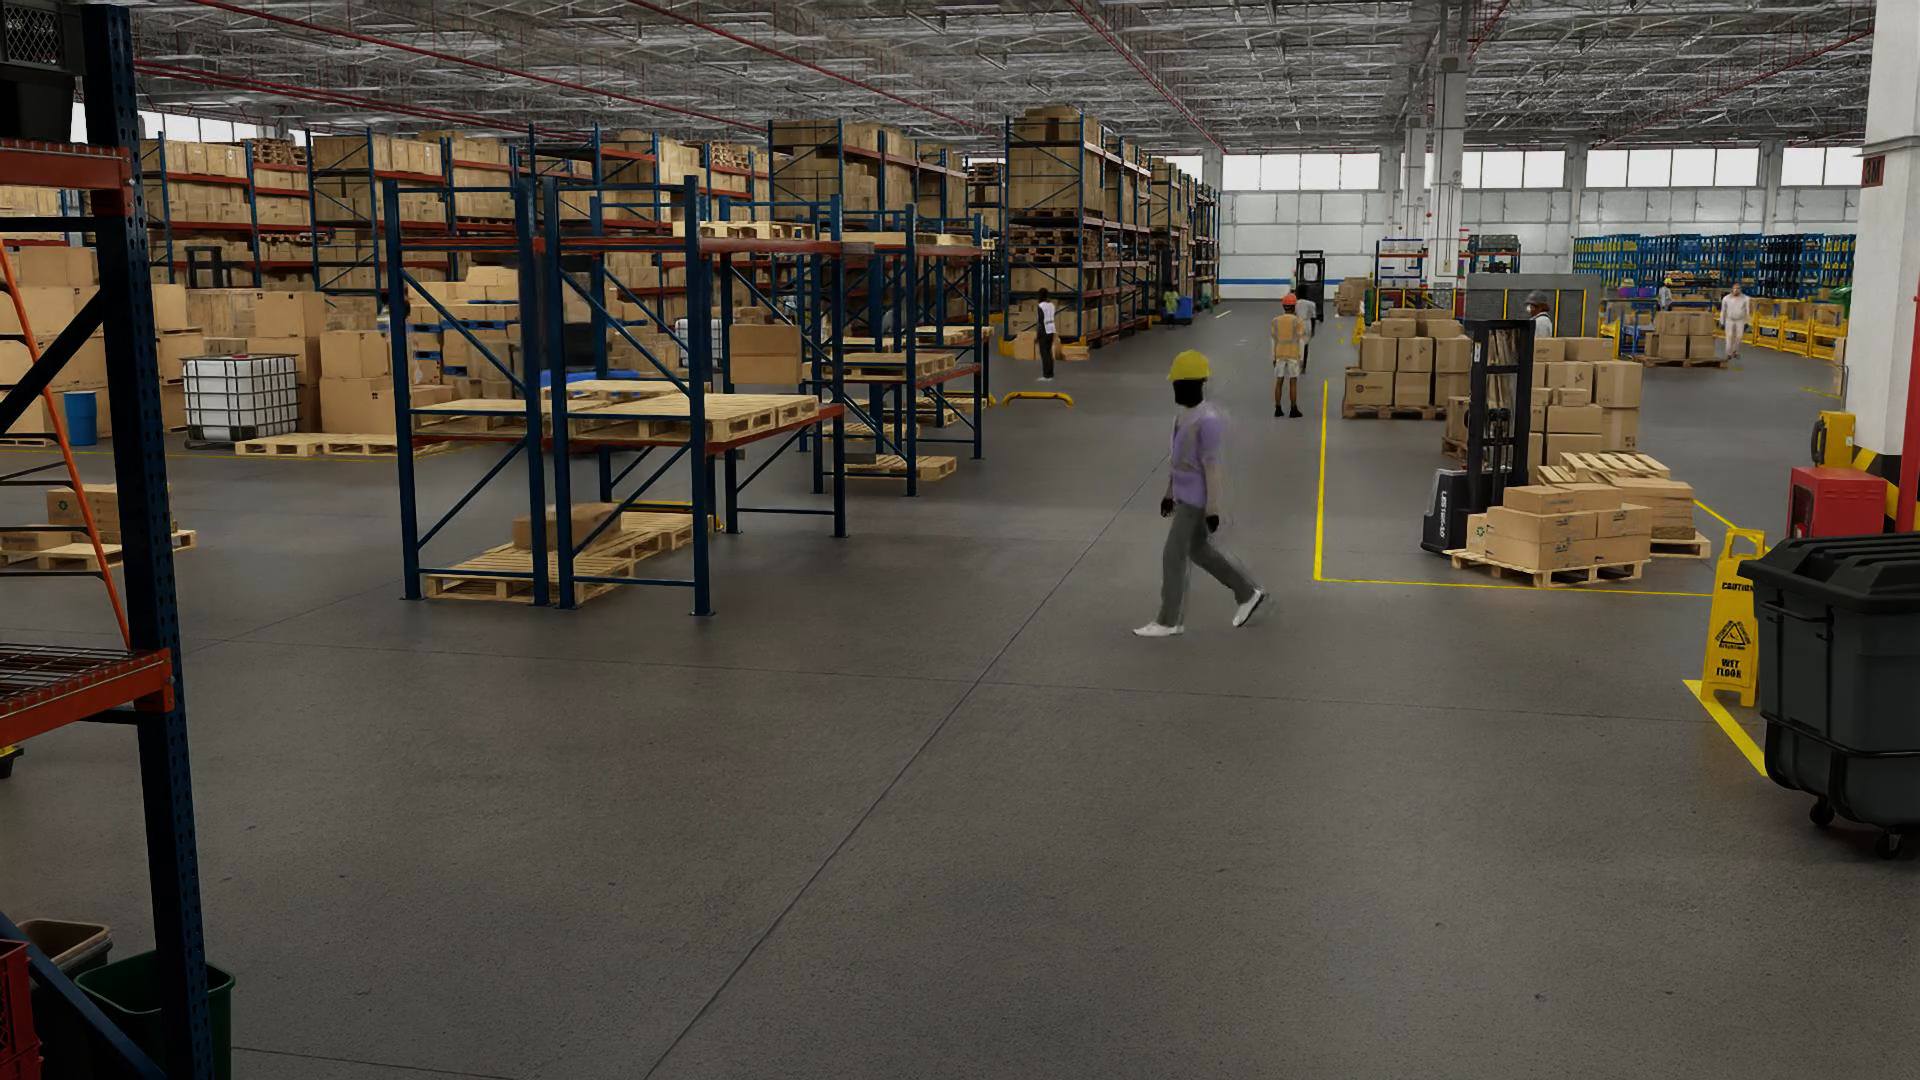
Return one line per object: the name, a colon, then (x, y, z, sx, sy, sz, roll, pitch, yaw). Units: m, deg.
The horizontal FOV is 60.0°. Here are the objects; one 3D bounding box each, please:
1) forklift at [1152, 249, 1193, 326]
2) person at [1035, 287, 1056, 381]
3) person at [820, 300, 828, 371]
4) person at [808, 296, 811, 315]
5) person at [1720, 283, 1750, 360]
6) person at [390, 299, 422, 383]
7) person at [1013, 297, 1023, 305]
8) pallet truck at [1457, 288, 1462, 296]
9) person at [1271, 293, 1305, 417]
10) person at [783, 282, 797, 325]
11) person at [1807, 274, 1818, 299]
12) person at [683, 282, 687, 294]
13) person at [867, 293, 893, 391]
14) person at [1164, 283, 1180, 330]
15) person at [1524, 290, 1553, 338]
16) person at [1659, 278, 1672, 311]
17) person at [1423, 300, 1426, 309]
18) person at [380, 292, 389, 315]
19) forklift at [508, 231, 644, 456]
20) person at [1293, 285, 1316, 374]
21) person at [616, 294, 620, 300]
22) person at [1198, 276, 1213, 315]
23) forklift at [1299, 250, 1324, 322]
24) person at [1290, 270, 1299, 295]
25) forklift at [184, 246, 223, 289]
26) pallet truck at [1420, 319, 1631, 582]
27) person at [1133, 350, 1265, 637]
forklift: (7.646, -9.320, 61.395, 1.873, 2.768, 1.129, 2, 10, 11)
person: (1.757, -4.200, 33.932, 0.374, 1.914, 0.596, 5, 11, 29)
person: (-2.892, -4.147, 34.423, 0.315, 1.641, 0.515, 4, 10, 21)
person: (-5.624, -9.164, 64.155, 0.499, 1.634, 0.279, 0, 10, -3)
person: (19.136, -5.392, 41.078, 0.668, 1.883, 0.664, 3, 10, 19)
person: (-9.048, -3.007, 27.136, 0.454, 1.827, 0.630, -1, 10, -8)
person: (2.108, -8.354, 59.070, 0.602, 1.764, 0.521, -9, 13, -44)
pallet truck: (20.506, -9.785, 68.819, 0.653, 1.274, 1.630, 2, 10, 12)
person: (5.151, -2.890, 26.095, 0.545, 1.942, 0.350, 6, 11, 32)
person: (-5.764, -7.875, 56.336, 0.540, 1.695, 0.317, -8, 13, -41)
person: (40.553, -11.727, 78.884, 0.852, 1.783, 0.606, 9, 13, 42)
person: (-7.143, -5.949, 44.416, 0.989, 1.888, 0.553, -4, 10, -24)
person: (-1.523, -3.707, 31.206, 0.679, 1.845, 0.516, -7, 12, -35)
person: (7.378, -8.160, 58.141, 0.544, 1.662, 0.774, -2, 10, -11)
person: (8.195, -2.554, 23.812, 0.536, 2.000, 0.672, 4, 10, 21)
person: (24.632, -8.228, 58.076, 0.403, 1.819, 0.597, 7, 12, 36)
person: (15.833, -7.807, 56.156, 0.286, 1.628, 0.503, -7, 12, -35)
person: (-13.622, -5.047, 39.586, 0.317, 1.696, 0.540, -4, 10, -23)
forklift: (-4.925, -2.528, 21.177, 1.129, 2.768, 1.873, -7, 12, -36)
person: (7.427, -4.585, 36.192, 0.596, 1.931, 0.982, 2, 10, 12)
person: (-8.451, -5.243, 40.951, 0.520, 1.631, 0.315, 0, 10, 2)
person: (11.018, -10.941, 74.390, 0.450, 1.739, 0.615, -7, 12, -37)
forklift: (13.778, -10.002, 65.433, 1.129, 2.768, 1.873, 2, 10, 12)
person: (17.120, -12.847, 84.986, 0.622, 1.969, 0.822, -3, 10, -15)
forklift: (-20.364, -6.537, 44.918, 1.129, 2.768, 1.873, 2, 10, 12)
pallet truck: (4.543, -0.757, 13.299, 0.823, 1.965, 1.885, -4, 10, -22)
person: (1.604, -0.308, 10.957, 0.877, 1.896, 0.595, -1, 10, -7)
